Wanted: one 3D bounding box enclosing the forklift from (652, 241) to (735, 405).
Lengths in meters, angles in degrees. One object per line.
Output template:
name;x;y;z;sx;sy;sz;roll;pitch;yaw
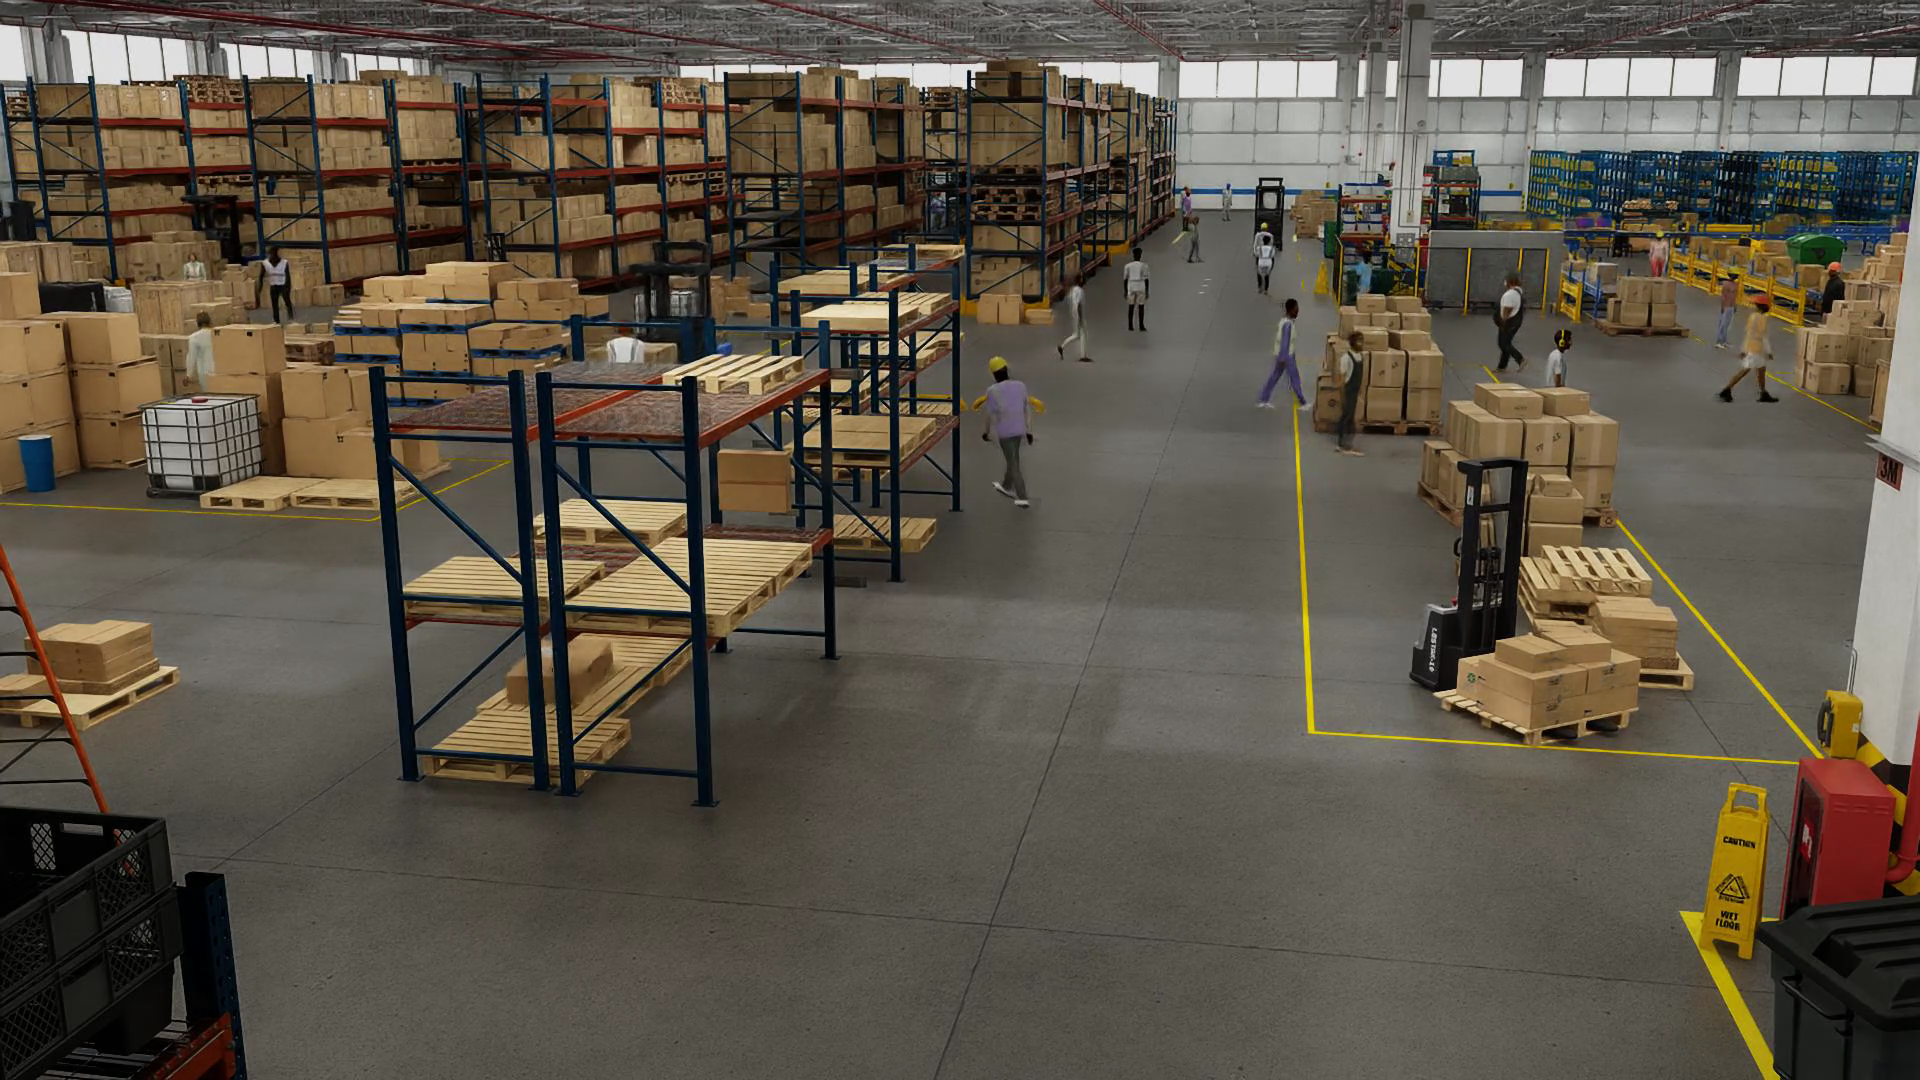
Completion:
forklift;-4.540;-3.528;27.529;1.129;2.768;1.873;3;14;10

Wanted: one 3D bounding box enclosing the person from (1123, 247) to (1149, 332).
person;4.114;-5.839;38.794;0.618;1.963;0.371;6;15;23

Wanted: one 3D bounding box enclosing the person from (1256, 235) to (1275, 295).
person;8.744;-7.890;47.717;0.551;1.670;0.631;0;14;1

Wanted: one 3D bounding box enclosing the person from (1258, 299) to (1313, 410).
person;5.511;-3.122;27.967;0.999;1.865;0.611;2;14;7

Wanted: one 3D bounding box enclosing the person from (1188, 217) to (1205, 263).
person;8.430;-10.618;58.940;0.725;1.607;0.502;3;14;12

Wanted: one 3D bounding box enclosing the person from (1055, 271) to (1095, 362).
person;2.346;-4.518;33.684;0.719;1.851;0.521;-2;14;-8

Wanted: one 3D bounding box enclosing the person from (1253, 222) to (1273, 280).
person;9.479;-9.030;52.060;0.601;1.817;0.462;2;14;6

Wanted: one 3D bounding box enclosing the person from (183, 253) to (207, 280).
person;-19.281;-6.433;41.976;0.514;1.591;0.847;-9;16;-32

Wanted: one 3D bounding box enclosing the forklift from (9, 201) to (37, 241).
forklift;-24.136;-7.368;43.119;1.873;2.768;1.129;-3;14;-13

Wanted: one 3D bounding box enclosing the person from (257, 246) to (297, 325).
person;-16.472;-6.109;39.997;0.803;1.920;0.443;-4;15;-17

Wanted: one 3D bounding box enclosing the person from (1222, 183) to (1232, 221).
person;13.871;-17.543;86.353;0.603;1.945;0.390;-7;16;-28

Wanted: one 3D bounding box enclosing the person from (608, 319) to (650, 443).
person;-4.996;-2.413;25.105;0.595;1.845;0.887;2;14;6

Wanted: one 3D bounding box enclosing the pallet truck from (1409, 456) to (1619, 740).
pallet truck;4.504;0.400;13.395;0.823;1.965;1.885;-6;15;-23

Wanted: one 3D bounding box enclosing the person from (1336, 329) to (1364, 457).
person;5.644;-2.125;23.990;0.396;1.847;0.516;11;17;37

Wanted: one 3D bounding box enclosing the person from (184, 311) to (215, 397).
person;-11.592;-2.549;25.552;0.779;1.913;0.646;5;15;21

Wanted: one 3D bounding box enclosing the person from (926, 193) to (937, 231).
person;-1.303;-14.411;73.692;0.639;1.924;0.743;6;15;23

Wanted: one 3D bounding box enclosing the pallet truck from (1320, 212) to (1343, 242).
pallet truck;15.874;-13.227;70.310;0.680;1.201;1.601;10;17;35

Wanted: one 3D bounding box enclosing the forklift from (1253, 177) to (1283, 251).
forklift;12.083;-12.747;64.956;1.129;2.768;1.873;3;14;10

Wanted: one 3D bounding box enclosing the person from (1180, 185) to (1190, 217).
person;12.168;-18.282;89.769;0.542;1.739;0.770;3;14;11

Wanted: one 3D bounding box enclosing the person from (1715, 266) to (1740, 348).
person;16.609;-5.029;35.916;0.526;1.769;0.328;-9;17;-33

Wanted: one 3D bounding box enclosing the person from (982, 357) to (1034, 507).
person;0.570;-1.366;20.872;0.617;1.847;0.964;-9;17;-33

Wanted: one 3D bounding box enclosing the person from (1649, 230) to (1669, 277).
person;20.685;-8.306;49.283;0.520;1.735;0.755;4;14;15

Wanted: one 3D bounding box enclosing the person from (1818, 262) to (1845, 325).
person;17.877;-4.715;34.196;0.429;1.985;0.642;0;14;0

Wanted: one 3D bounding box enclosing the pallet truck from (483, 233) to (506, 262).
pallet truck;-11.832;-7.026;43.548;1.885;1.965;0.823;8;16;28

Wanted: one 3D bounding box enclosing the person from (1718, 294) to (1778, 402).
person;13.638;-3.297;28.644;1.001;1.898;0.539;3;14;10

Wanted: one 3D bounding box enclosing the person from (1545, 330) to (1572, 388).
person;8.479;-2.056;23.631;0.335;1.873;0.520;3;14;10

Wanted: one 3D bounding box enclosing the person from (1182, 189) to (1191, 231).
person;10.623;-15.415;77.720;0.353;1.942;0.545;13;19;43

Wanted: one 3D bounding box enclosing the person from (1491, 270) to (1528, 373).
person;10.607;-4.194;31.958;0.713;2.000;0.691;10;17;36

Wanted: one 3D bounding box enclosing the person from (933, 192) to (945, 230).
person;-0.983;-15.276;77.192;0.551;1.921;0.467;0;14;-1

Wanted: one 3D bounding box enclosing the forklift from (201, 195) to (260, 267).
forklift;-20.963;-8.416;47.373;1.129;2.768;1.873;2;14;10

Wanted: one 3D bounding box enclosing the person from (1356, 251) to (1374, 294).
person;10.150;-6.378;41.551;0.547;1.676;0.519;-11;18;-38
